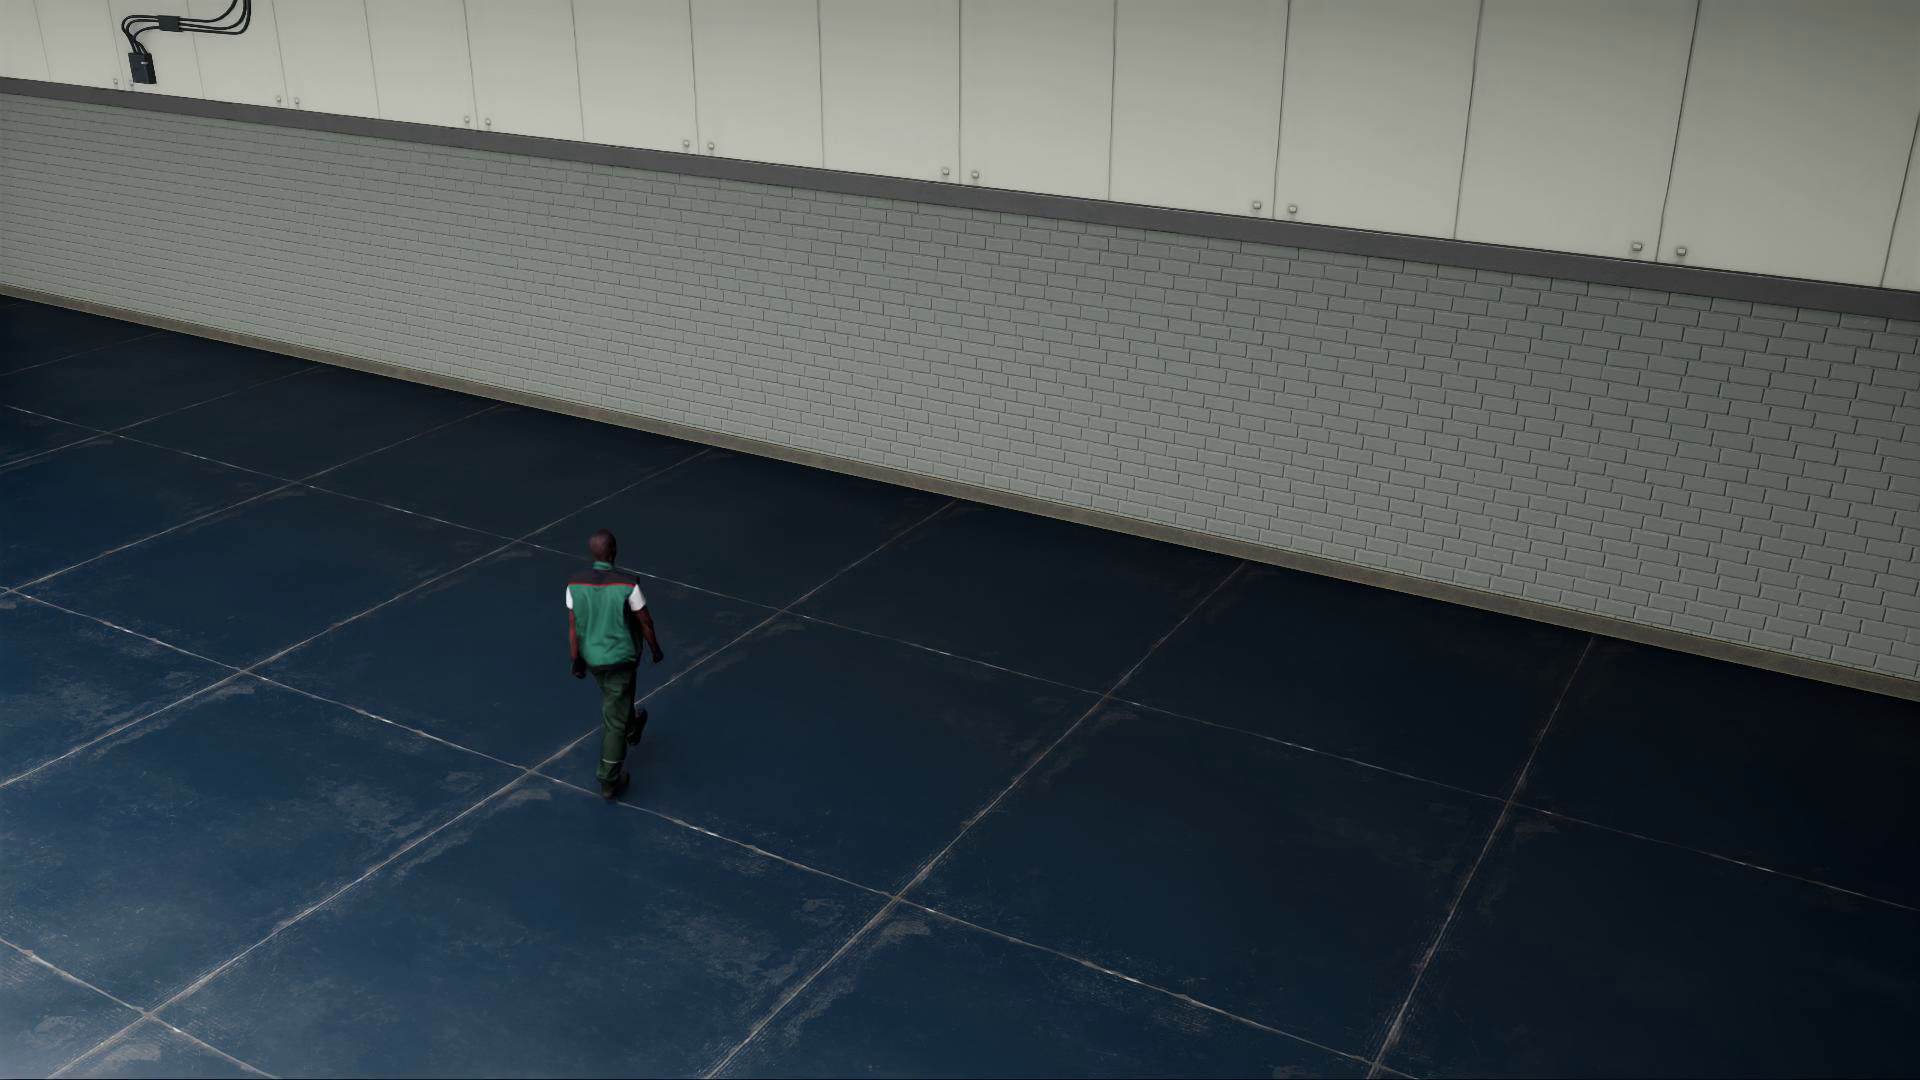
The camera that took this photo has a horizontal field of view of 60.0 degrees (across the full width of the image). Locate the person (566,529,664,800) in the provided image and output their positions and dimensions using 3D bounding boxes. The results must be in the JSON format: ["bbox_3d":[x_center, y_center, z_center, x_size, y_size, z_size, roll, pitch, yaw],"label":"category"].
[{"bbox_3d":[-2.337,0.861,11.050,0.901,1.787,1.233,7,24,15],"label":"person"}]
